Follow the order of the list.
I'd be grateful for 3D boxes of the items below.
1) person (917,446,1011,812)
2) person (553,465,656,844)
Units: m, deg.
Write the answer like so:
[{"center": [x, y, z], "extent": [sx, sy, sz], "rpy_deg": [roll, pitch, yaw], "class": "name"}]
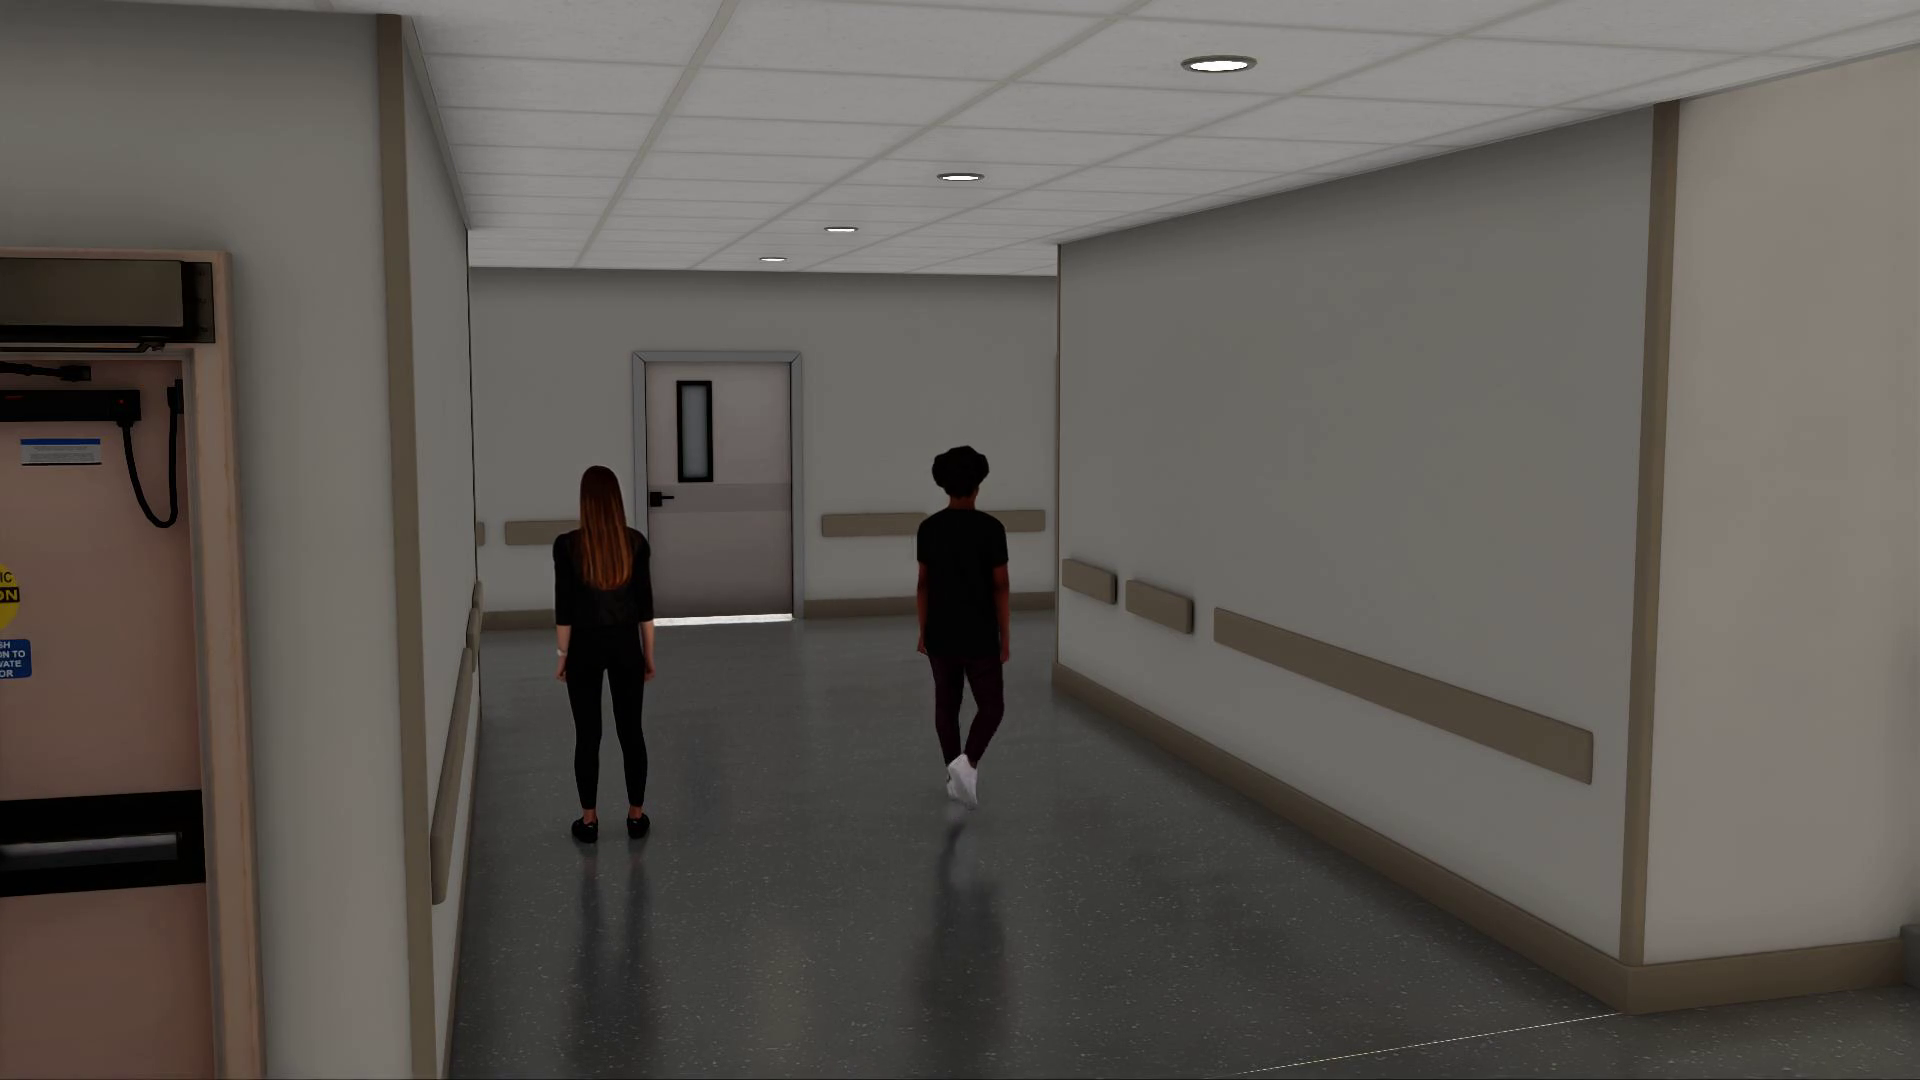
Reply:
[{"center": [0.002, 0.438, 8.088], "extent": [1.015, 1.765, 0.988], "rpy_deg": [2, 6, 15], "class": "person"}, {"center": [-1.626, 0.513, 7.609], "extent": [0.457, 1.712, 0.666], "rpy_deg": [-2, 6, -17], "class": "person"}]
